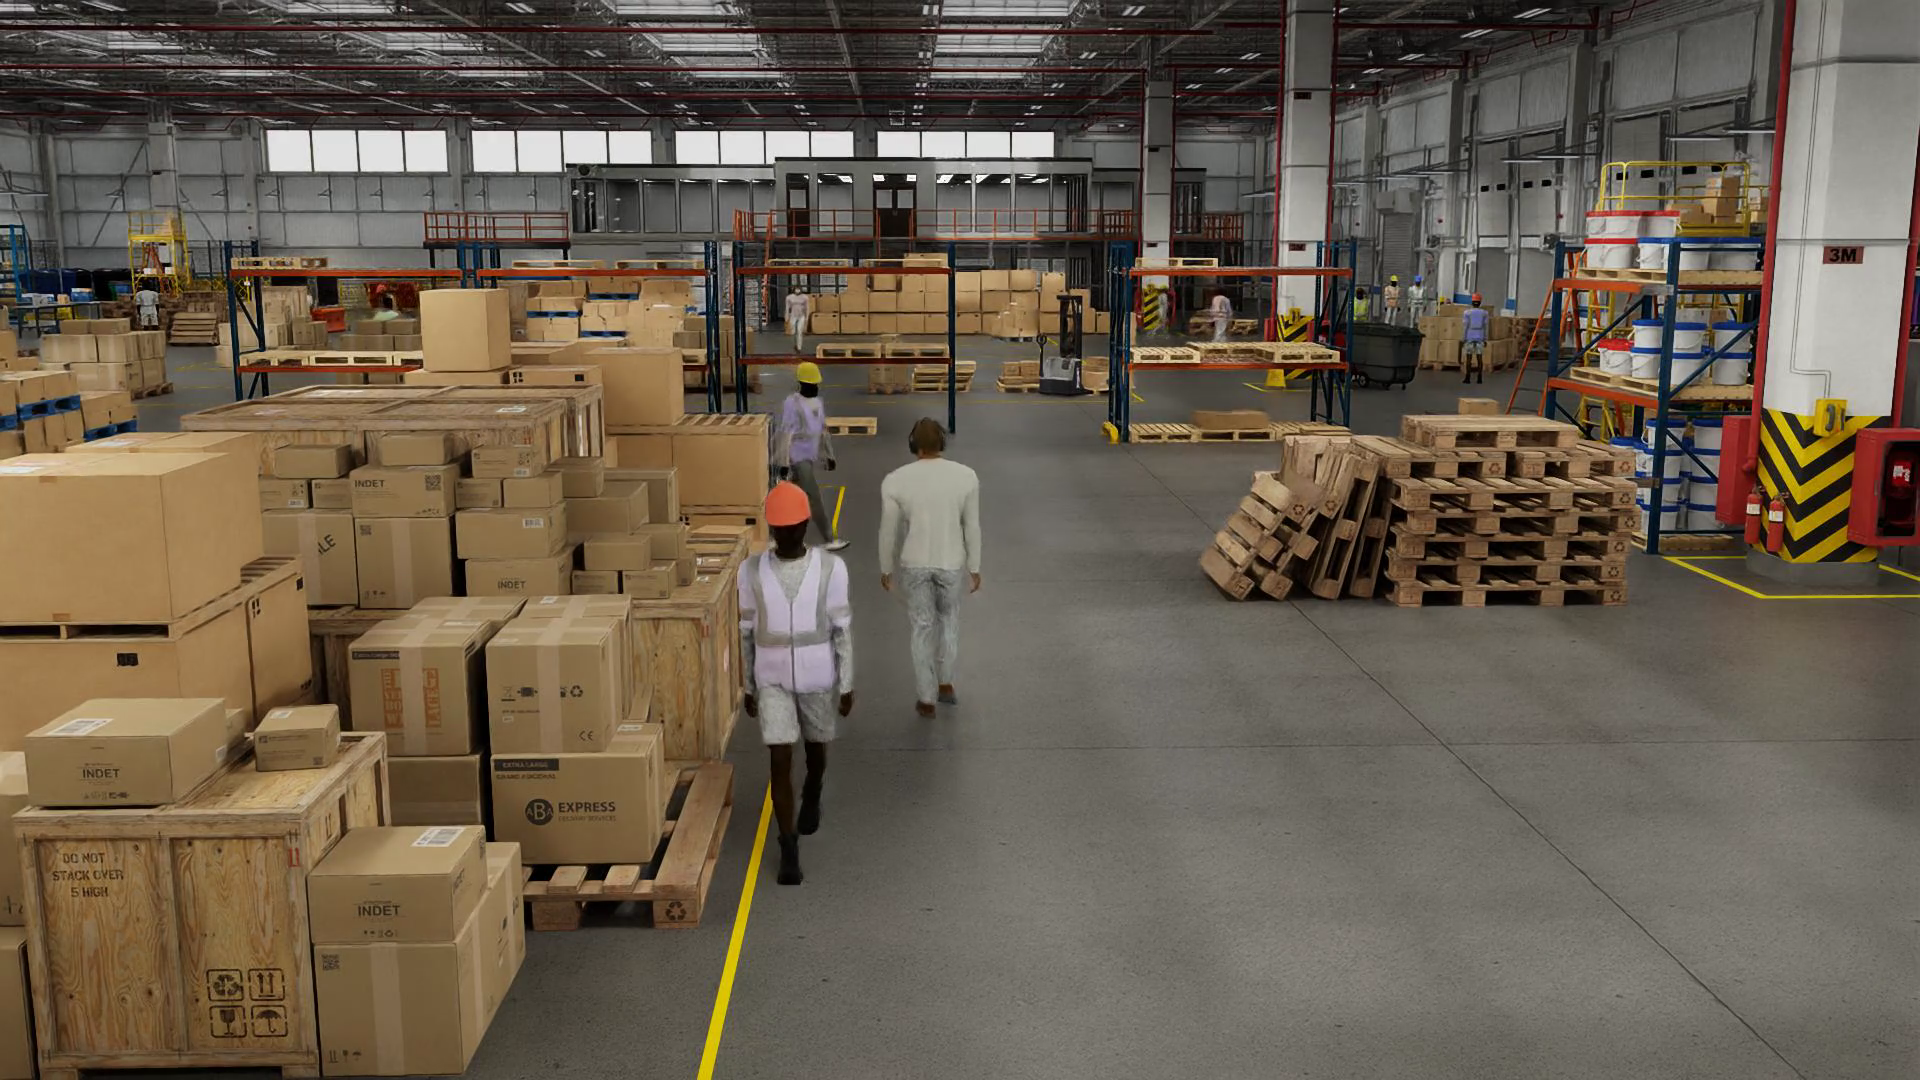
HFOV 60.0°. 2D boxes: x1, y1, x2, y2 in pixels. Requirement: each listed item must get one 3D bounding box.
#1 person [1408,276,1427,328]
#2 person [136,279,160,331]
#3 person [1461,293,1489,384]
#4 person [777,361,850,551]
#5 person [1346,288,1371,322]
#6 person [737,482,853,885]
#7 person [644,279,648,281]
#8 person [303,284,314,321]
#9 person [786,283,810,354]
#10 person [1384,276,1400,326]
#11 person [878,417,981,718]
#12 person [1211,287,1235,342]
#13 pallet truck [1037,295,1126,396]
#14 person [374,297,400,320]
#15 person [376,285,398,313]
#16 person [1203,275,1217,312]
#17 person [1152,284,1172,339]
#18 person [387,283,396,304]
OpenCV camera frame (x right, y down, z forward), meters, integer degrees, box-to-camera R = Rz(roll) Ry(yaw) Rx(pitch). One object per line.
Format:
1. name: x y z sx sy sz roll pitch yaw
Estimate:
1. person: 14.822 -7.590 53.903 0.595 1.939 0.408 2 10 10
2. person: -23.327 -6.509 47.788 0.600 1.967 0.368 -7 12 -35
3. person: 11.034 -4.322 35.686 0.552 1.935 0.374 1 10 5
4. person: -1.433 -0.819 16.334 0.947 1.862 0.740 5 11 24
5. person: 10.360 -5.631 43.248 0.629 1.843 0.429 2 10 9
6. person: -0.804 0.638 8.150 0.552 1.906 0.905 -1 10 -4
7. person: -10.114 -7.498 53.634 0.508 1.846 0.345 5 11 24
8. person: -18.807 -6.450 47.885 0.540 1.826 0.962 2 10 13
9. person: -4.390 -6.005 45.097 0.653 1.920 0.498 0 10 -2
10. person: 14.159 -7.687 54.461 0.587 1.928 0.362 -4 11 -22
11. person: -0.202 0.168 10.723 0.655 1.914 0.598 -2 10 -9
12. person: 7.159 -5.931 45.055 0.960 1.792 0.646 -5 11 -27
13. pallet truck: 2.483 -3.881 33.060 1.885 1.965 0.823 -7 13 -36
14. person: -12.119 -4.211 35.245 0.608 1.881 0.987 3 11 16
15. person: -15.799 -6.148 46.129 0.553 1.858 1.062 6 12 32
16. person: 10.741 -10.778 71.522 0.612 1.986 0.407 3 11 18
17. person: 6.289 -7.097 51.705 0.612 1.725 0.499 -1 10 -8
18. person: -16.249 -6.428 47.628 0.328 1.865 0.517 -4 11 -20
